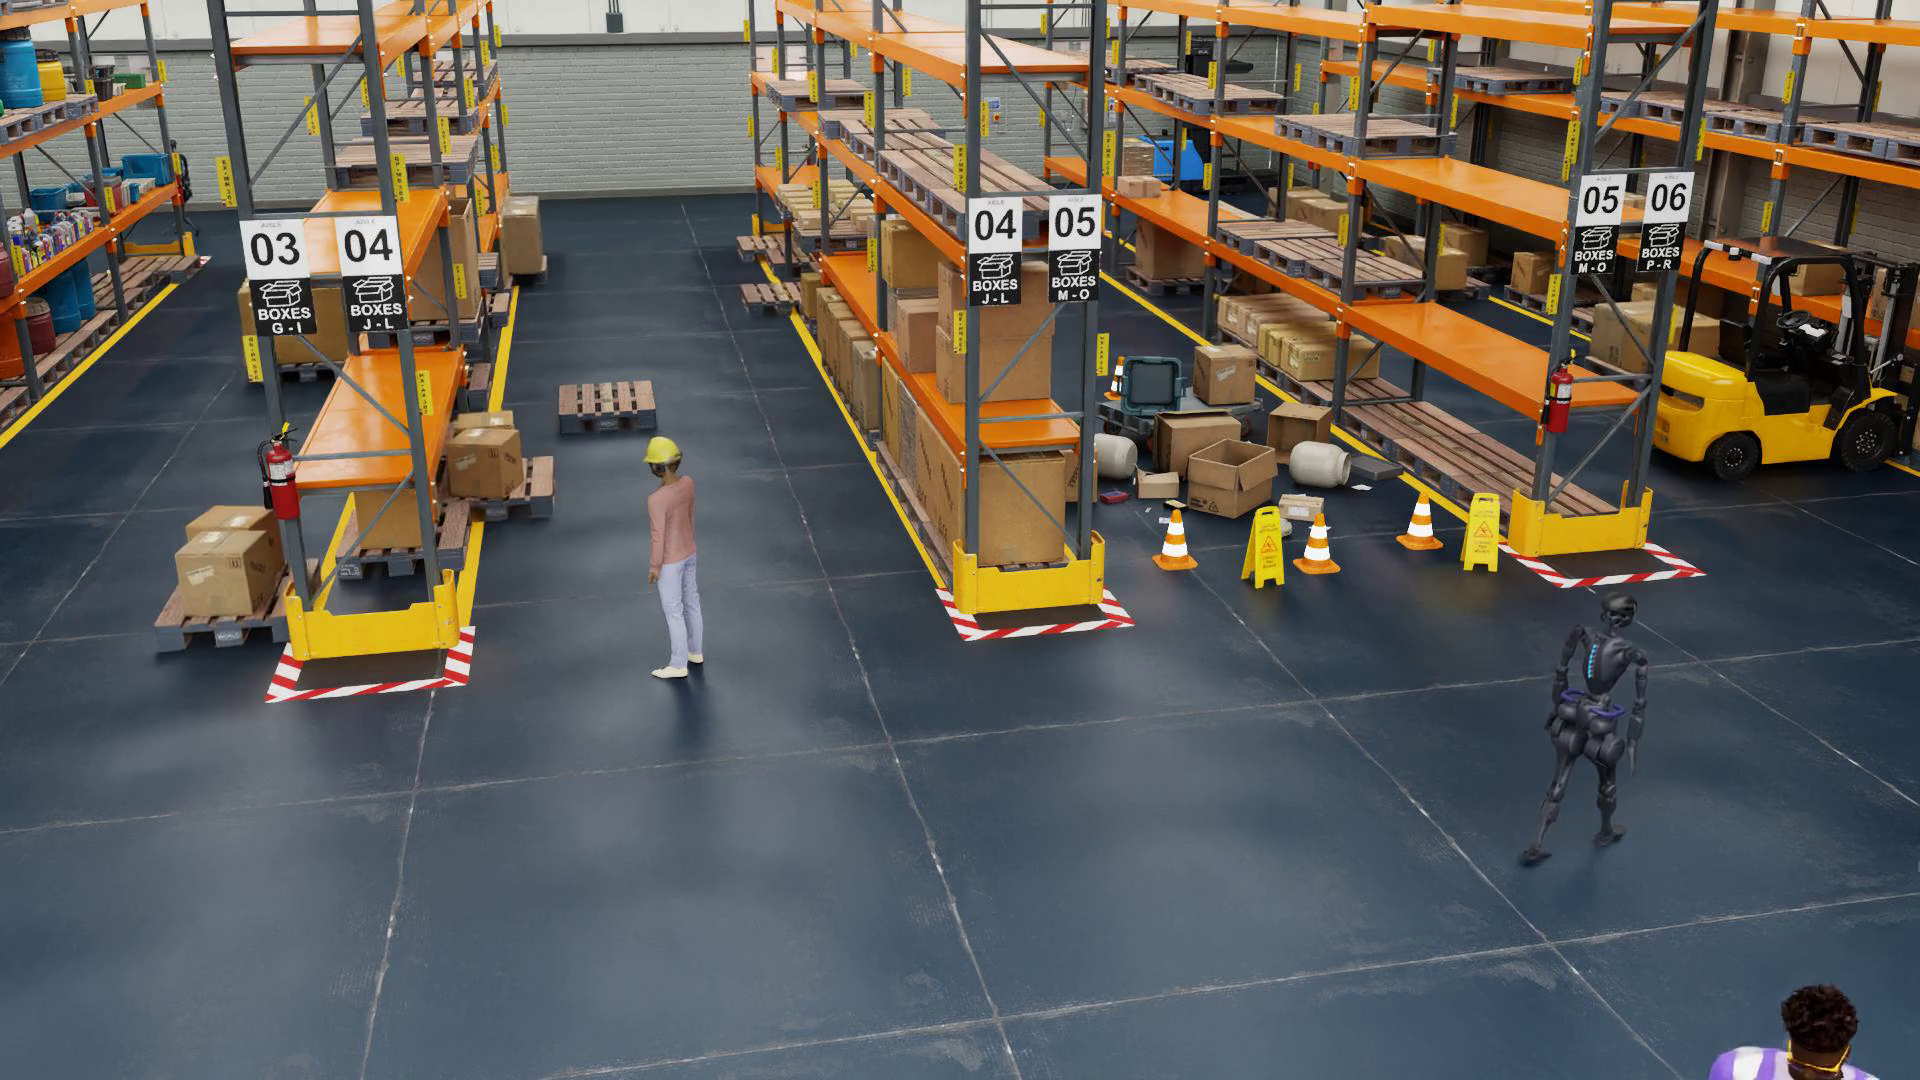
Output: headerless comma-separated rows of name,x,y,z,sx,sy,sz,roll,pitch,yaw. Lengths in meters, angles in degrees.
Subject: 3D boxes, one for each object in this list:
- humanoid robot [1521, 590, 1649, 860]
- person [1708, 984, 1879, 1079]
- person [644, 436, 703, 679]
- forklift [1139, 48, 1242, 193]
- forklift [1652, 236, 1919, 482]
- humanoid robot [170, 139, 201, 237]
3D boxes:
humanoid robot,3.568,1.052,9.434,0.788,1.630,0.608,-15,25,-34
person,2.748,2.319,5.553,0.630,1.937,0.539,7,22,19
person,-2.032,0.120,11.729,0.308,1.768,0.523,8,22,20
forklift,4.566,-8.313,32.860,1.873,2.768,1.129,-4,21,-12
forklift,8.013,-1.814,16.330,2.313,2.155,1.214,-4,21,-12
humanoid robot,-13.317,-6.016,28.440,0.713,1.647,0.589,8,22,20
